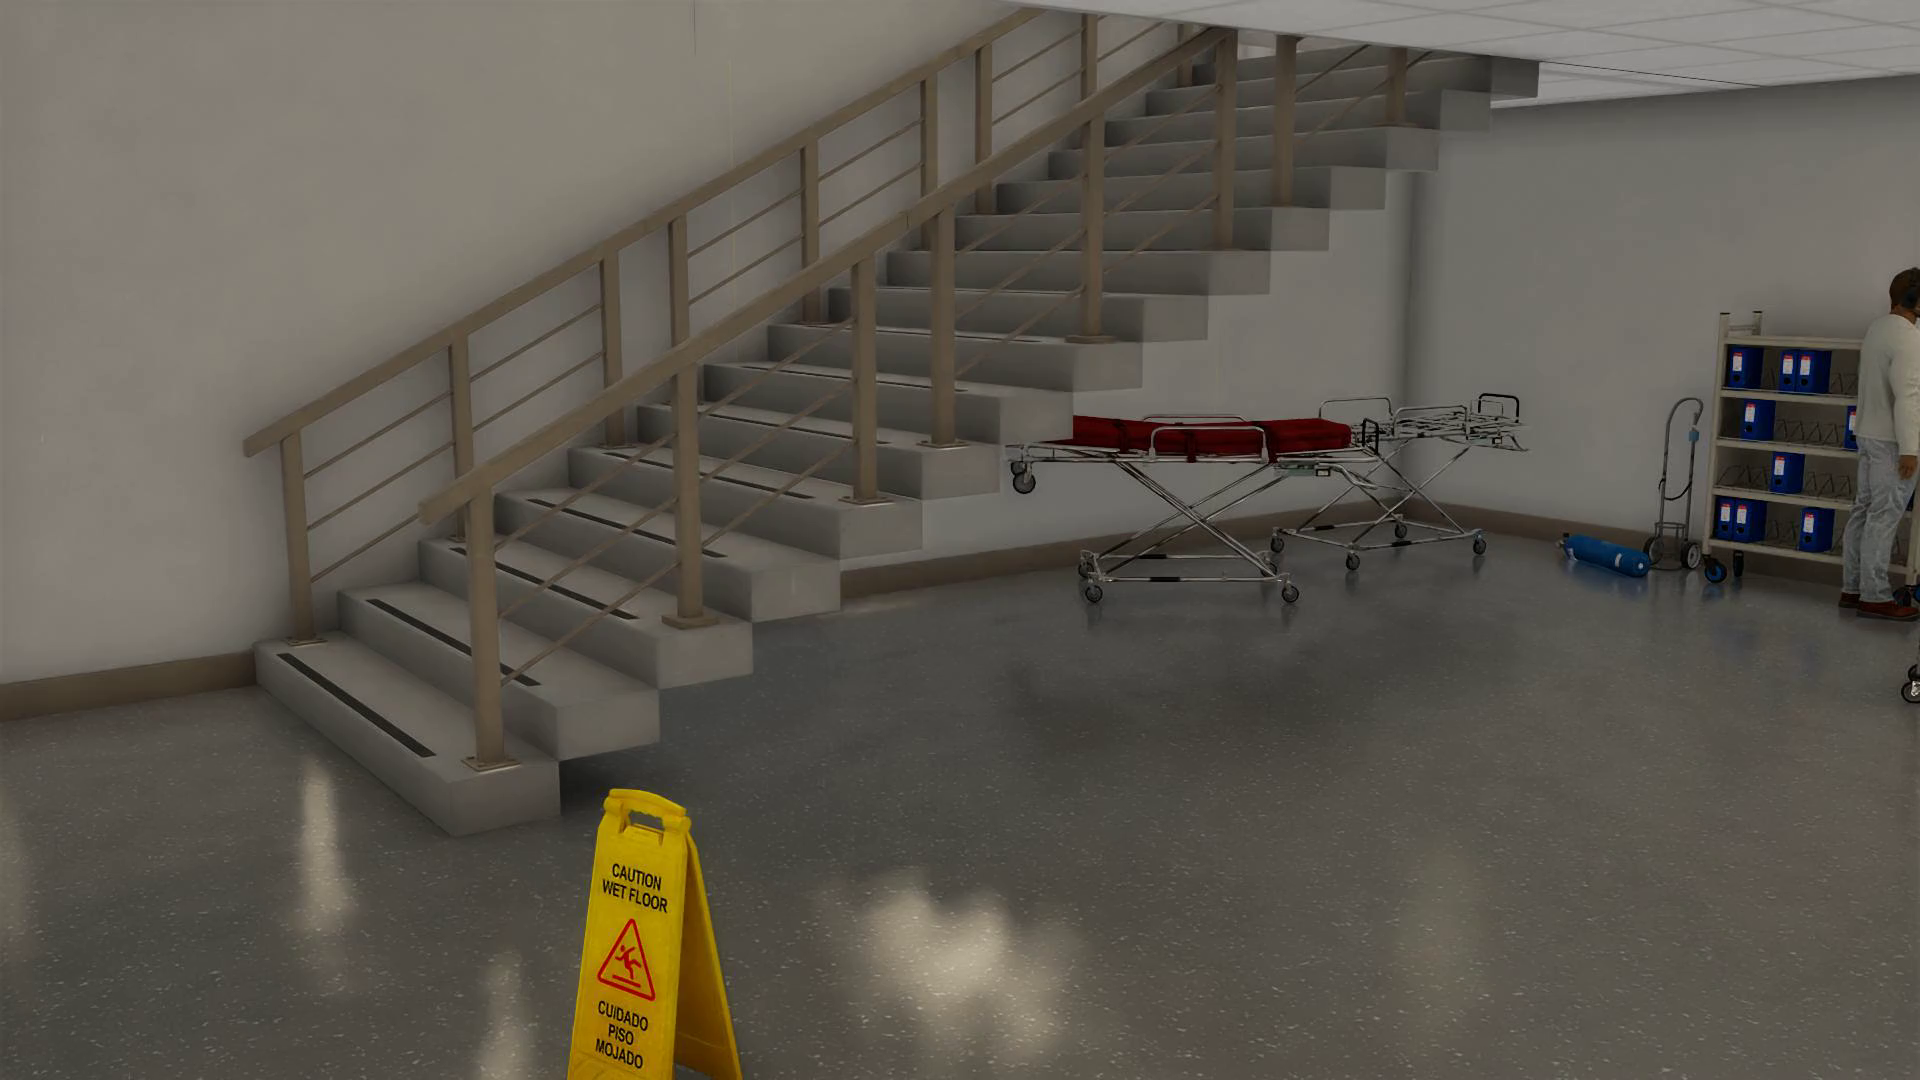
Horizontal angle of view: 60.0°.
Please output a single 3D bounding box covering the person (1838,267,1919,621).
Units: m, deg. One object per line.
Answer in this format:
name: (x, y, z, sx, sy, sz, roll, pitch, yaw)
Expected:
person: (5.144, -0.531, 9.199, 0.353, 1.936, 0.635, 2, 10, 11)
